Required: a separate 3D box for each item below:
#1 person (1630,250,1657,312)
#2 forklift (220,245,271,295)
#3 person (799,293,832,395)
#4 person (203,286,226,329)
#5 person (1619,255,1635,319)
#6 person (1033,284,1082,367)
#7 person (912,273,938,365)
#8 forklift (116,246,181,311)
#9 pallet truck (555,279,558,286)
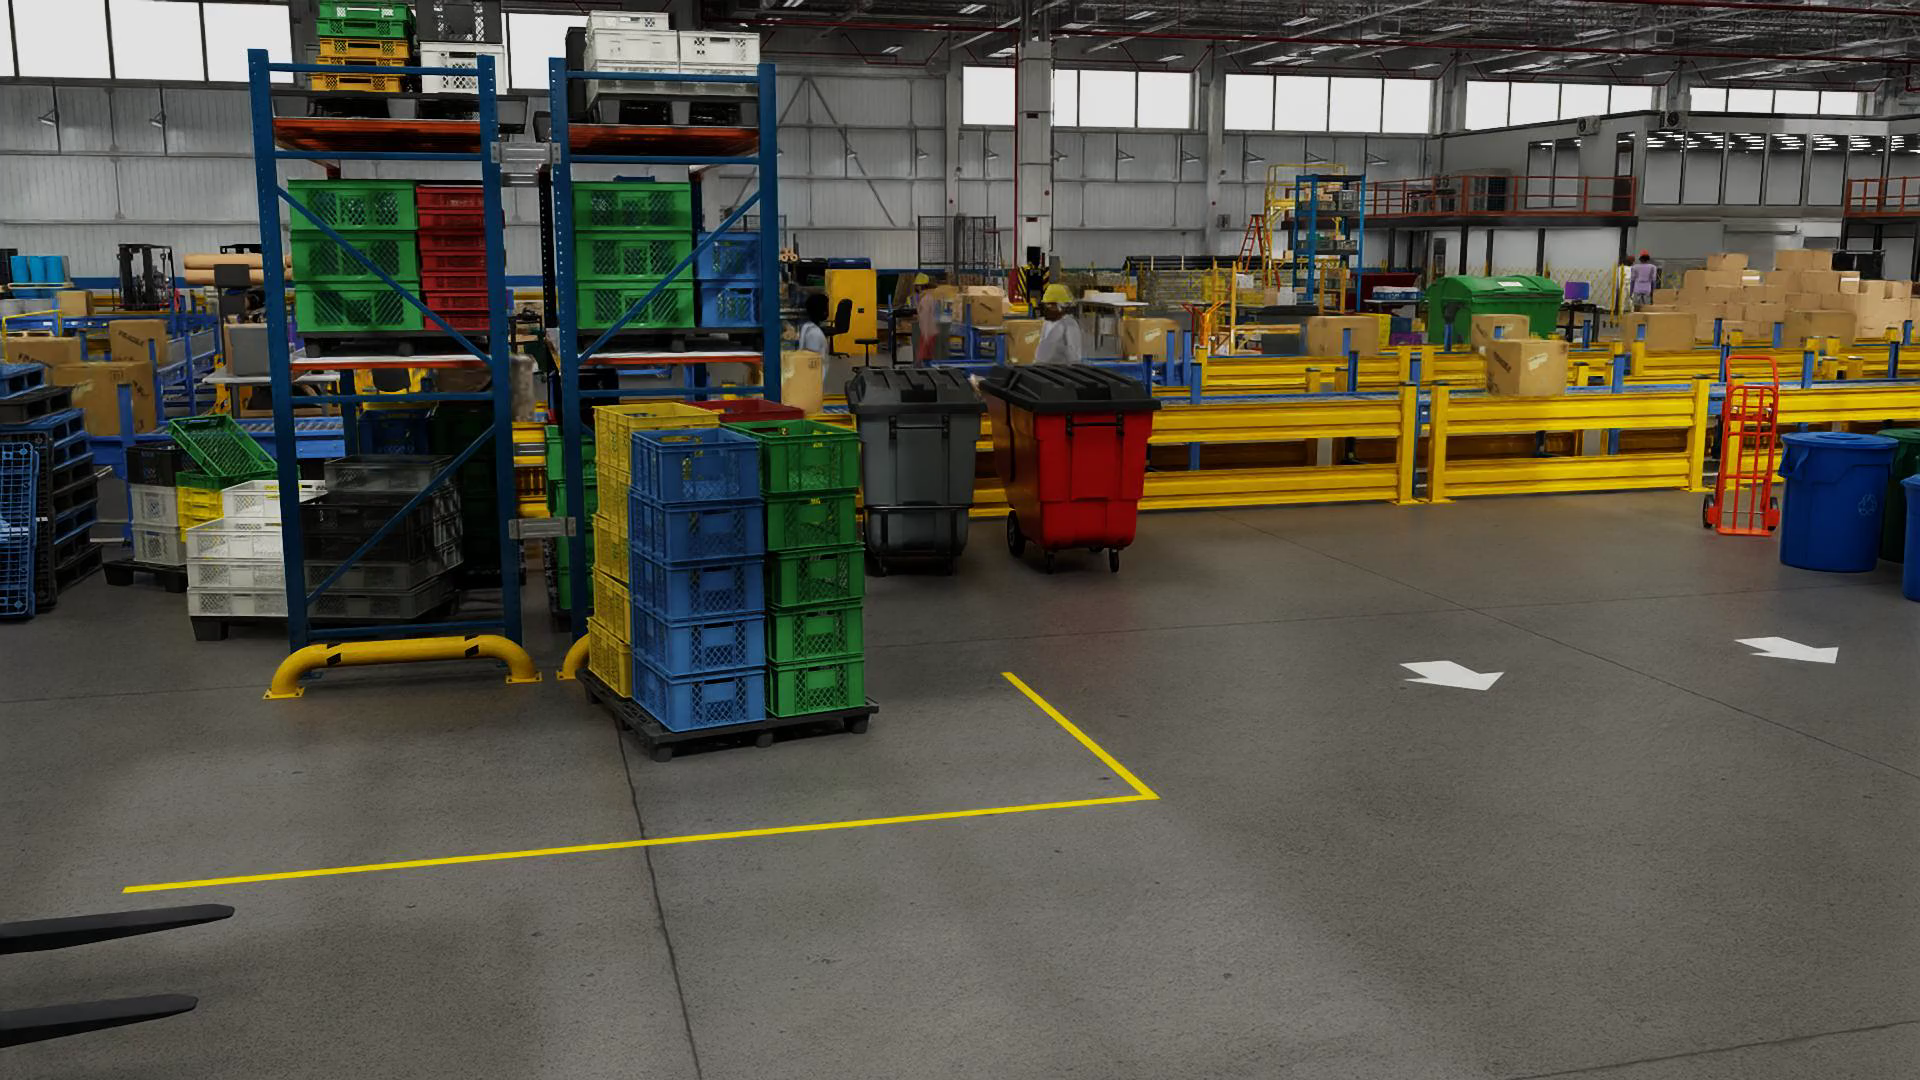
[{"bbox_3d":[17.034,-6.211,41.525,0.609,2.034,0.397,2,10,13],"label":"person"},{"bbox_3d":[-17.749,-6.334,41.440,1.157,1.987,2.680,-3,10,-17],"label":"forklift"},{"bbox_3d":[-1.394,-1.532,16.037,0.412,1.679,0.547,-3,10,-17],"label":"person"},{"bbox_3d":[-16.616,-5.339,37.179,0.586,1.823,0.403,4,11,22],"label":"person"},{"bbox_3d":[19.429,-7.315,48.269,0.595,1.852,0.776,-1,10,-4],"label":"person"},{"bbox_3d":[0.910,-1.503,15.588,0.952,1.779,0.581,-3,10,-15],"label":"person"},{"bbox_3d":[-0.438,-2.937,23.801,0.503,1.750,0.542,2,10,10],"label":"person"},{"bbox_3d":[-19.966,-6.232,40.894,1.157,1.987,2.680,-3,10,-15],"label":"forklift"},{"bbox_3d":[-10.604,-6.375,44.520,0.653,1.274,1.630,-3,10,-15],"label":"pallet truck"}]
